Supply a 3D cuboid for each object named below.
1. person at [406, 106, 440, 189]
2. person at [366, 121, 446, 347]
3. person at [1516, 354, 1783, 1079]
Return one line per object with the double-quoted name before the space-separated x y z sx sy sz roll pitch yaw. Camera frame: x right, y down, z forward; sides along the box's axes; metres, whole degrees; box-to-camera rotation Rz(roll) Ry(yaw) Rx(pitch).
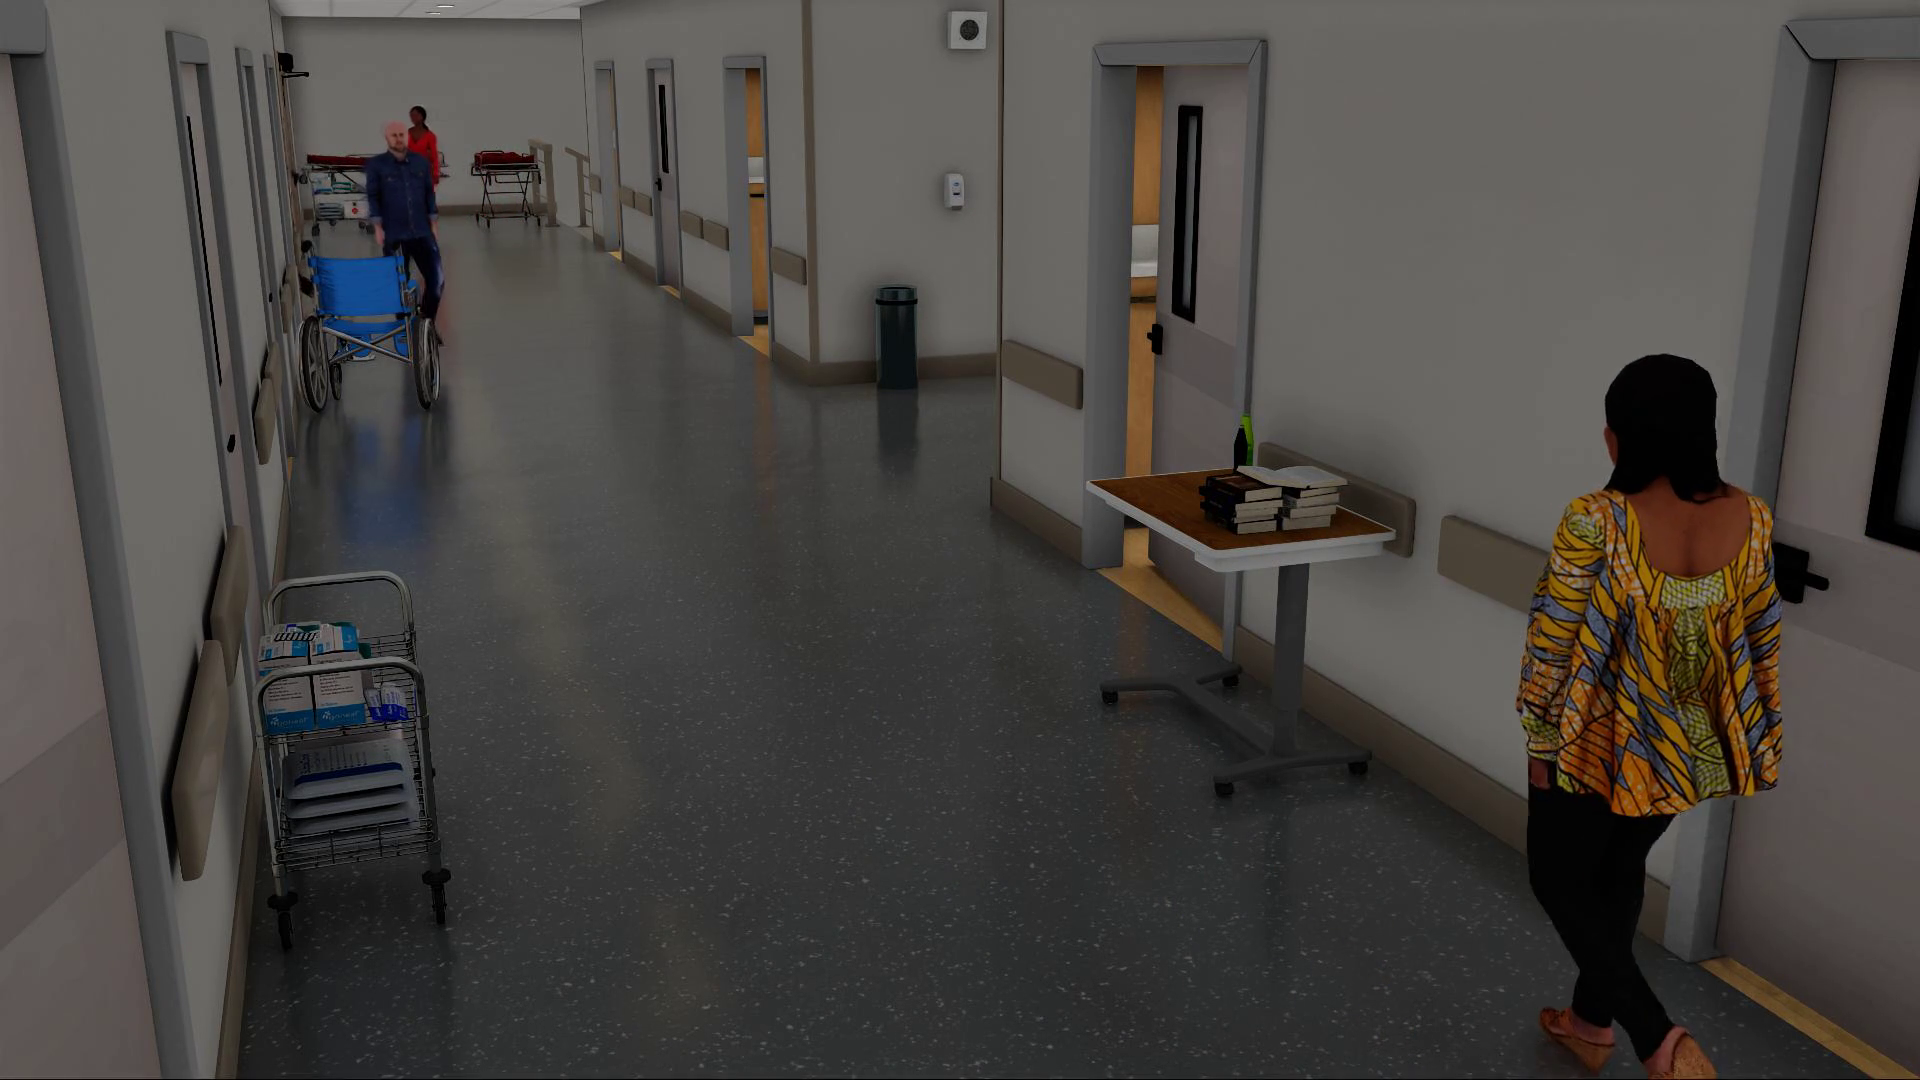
"person" -6.738 -4.498 20.821 0.869 1.749 1.175 0 16 1
"person" -4.484 -2.441 13.421 0.813 1.804 0.766 -11 19 -34
"person" 1.426 0.456 3.448 0.724 1.640 0.909 -5 16 -16
